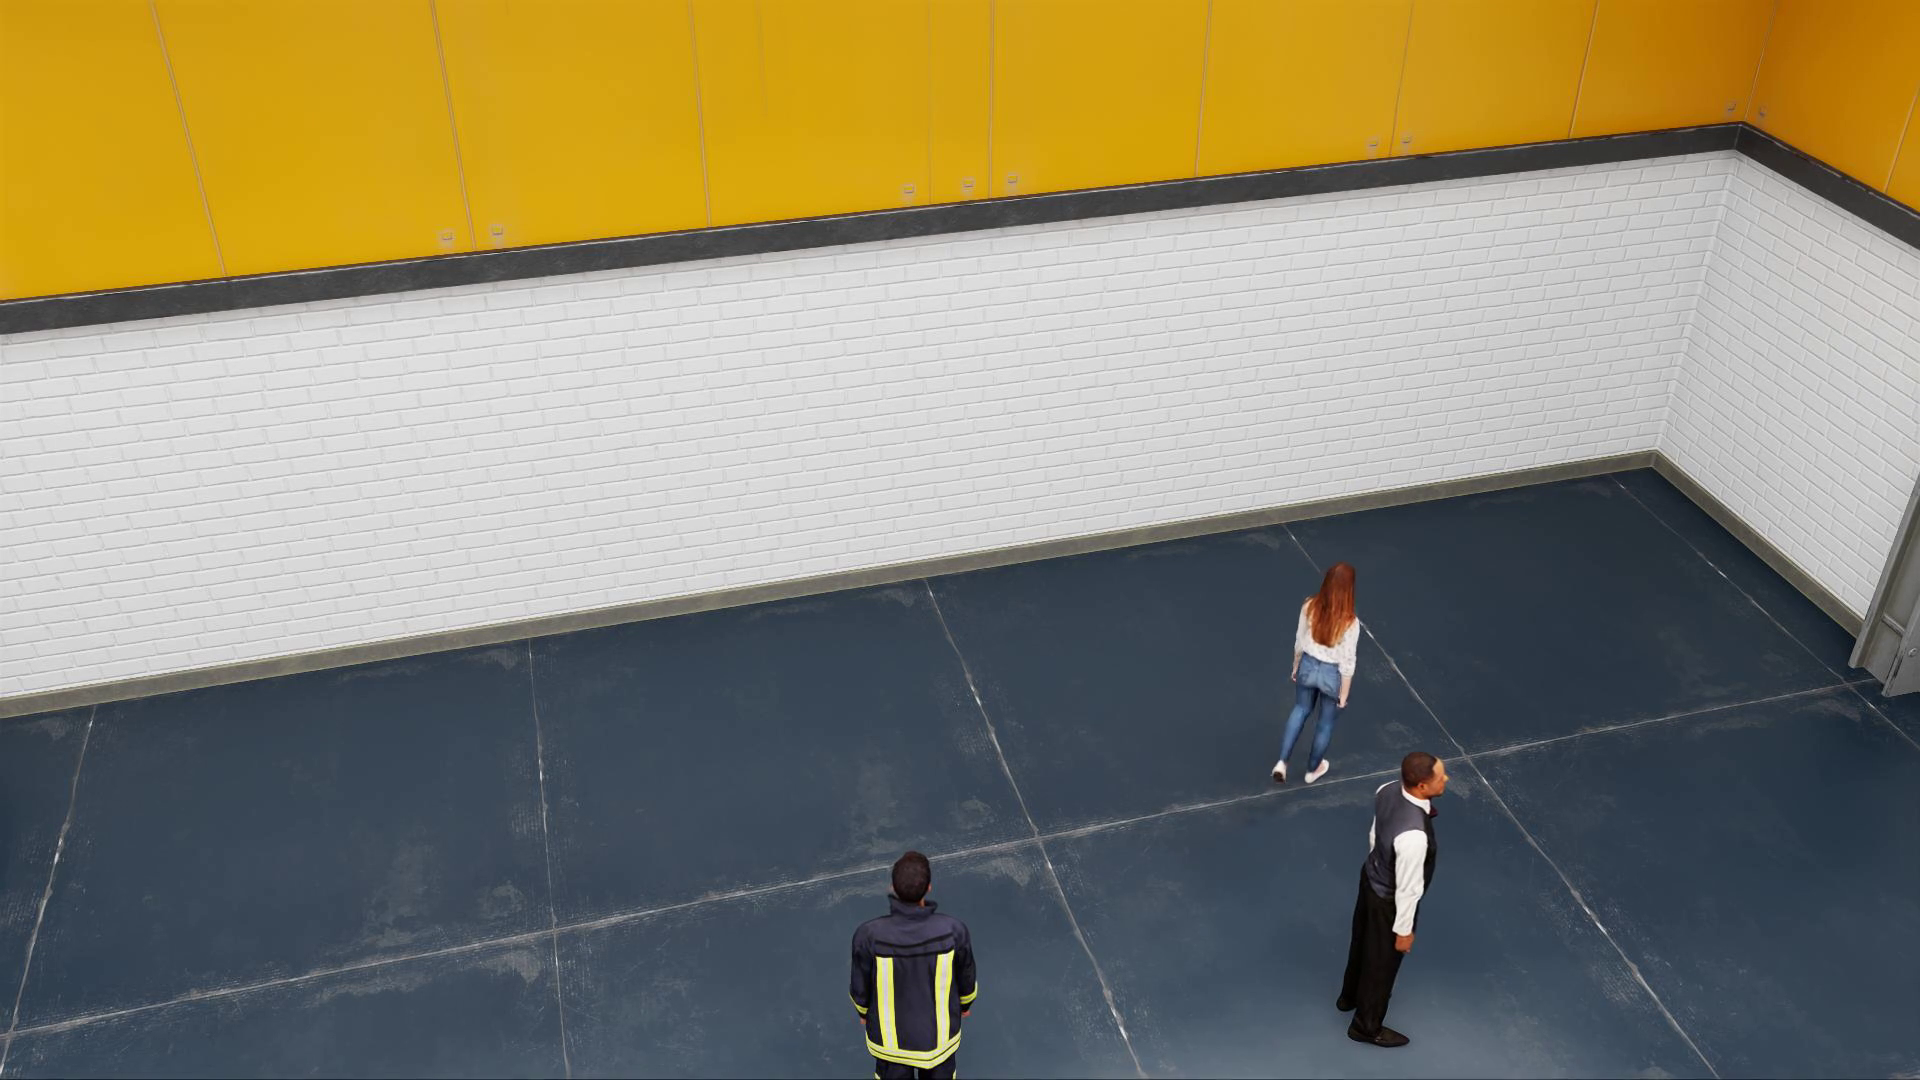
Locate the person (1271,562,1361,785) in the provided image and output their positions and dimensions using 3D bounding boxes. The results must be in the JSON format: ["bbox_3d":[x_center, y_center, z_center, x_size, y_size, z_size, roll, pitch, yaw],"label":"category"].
[{"bbox_3d":[2.229,0.888,10.425,0.865,1.718,0.887,25,41,32],"label":"person"}]

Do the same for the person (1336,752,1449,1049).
[{"bbox_3d":[2.271,1.882,8.778,0.801,1.886,0.602,-1,34,-2],"label":"person"}]

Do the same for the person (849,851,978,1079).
[{"bbox_3d":[-0.228,2.286,8.132,0.826,1.928,0.710,-3,34,-5],"label":"person"}]
